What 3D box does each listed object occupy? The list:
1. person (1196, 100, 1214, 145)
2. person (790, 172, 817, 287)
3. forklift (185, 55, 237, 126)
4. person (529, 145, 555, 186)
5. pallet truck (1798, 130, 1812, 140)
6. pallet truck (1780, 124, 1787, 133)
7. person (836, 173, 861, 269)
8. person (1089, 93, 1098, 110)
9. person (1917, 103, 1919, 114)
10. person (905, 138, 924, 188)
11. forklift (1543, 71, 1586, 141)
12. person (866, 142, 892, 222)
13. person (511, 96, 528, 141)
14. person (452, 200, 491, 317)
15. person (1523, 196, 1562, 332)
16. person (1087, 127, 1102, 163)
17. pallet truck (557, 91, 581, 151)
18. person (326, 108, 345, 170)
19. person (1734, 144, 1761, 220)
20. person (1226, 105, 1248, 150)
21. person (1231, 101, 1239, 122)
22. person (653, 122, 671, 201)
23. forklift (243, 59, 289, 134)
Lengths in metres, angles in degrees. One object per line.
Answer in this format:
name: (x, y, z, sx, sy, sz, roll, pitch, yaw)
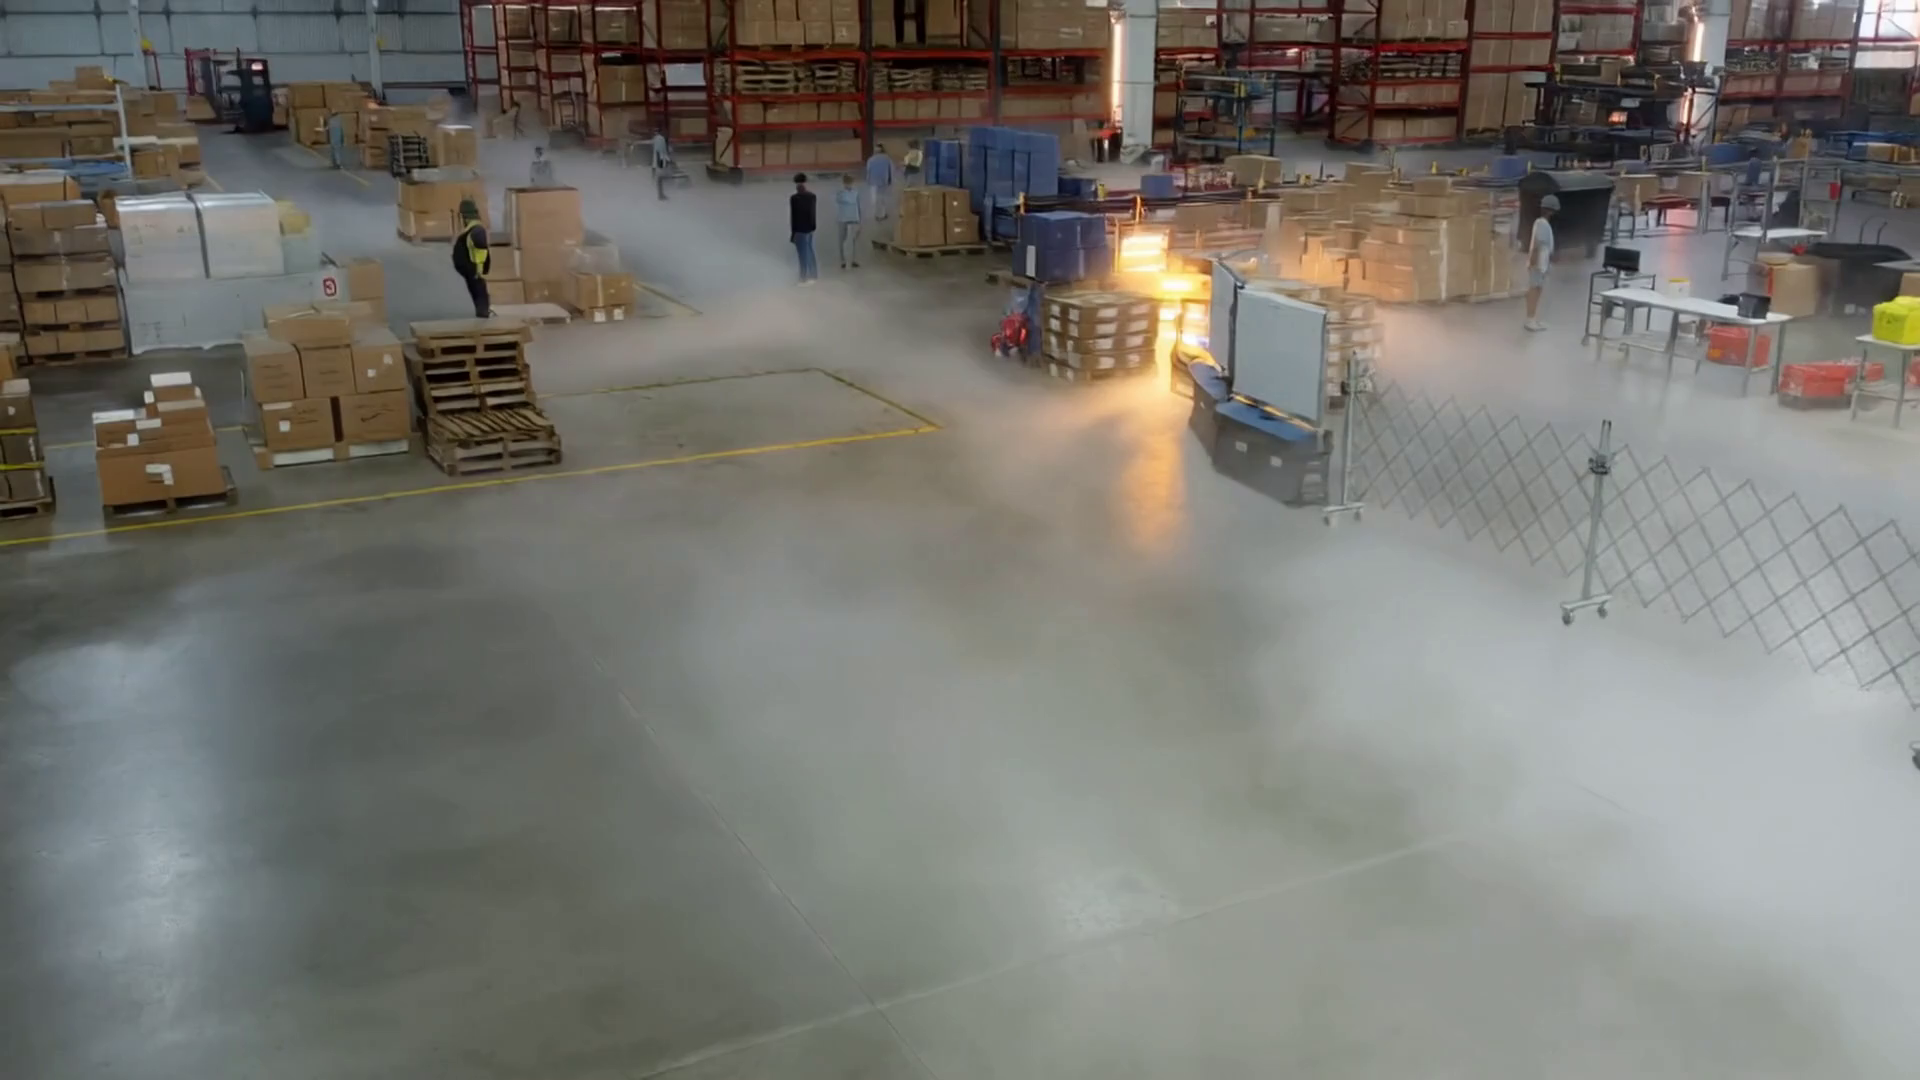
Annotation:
person: (8.126, -13.584, 54.872, 0.746, 1.846, 1.015, -10, 21, -29)
person: (-2.764, -5.454, 29.264, 0.387, 1.996, 0.611, 14, 22, 37)
forklift: (-31.232, -18.690, 69.103, 1.873, 2.768, 1.129, -9, 20, -26)
person: (-9.054, -7.620, 36.161, 0.549, 1.920, 0.720, 2, 18, 6)
pallet truck: (25.526, -11.556, 49.408, 1.630, 1.274, 0.653, -9, 20, -26)
pallet truck: (25.206, -12.542, 52.601, 1.601, 1.201, 0.680, 0, 18, -2)
person: (-2.094, -6.022, 31.407, 0.525, 1.769, 0.314, -12, 21, -33)
person: (5.534, -18.139, 69.297, 0.320, 1.693, 0.531, -16, 23, -40)
person: (37.634, -16.760, 64.680, 0.650, 1.898, 0.996, 13, 22, 34)
person: (-1.127, -9.107, 41.149, 0.563, 1.667, 0.481, 11, 21, 30)
forklift: (18.685, -13.231, 52.085, 1.873, 2.768, 1.129, -9, 20, -26)
person: (-1.866, -8.248, 38.320, 0.613, 1.784, 0.924, 1, 18, 3)
person: (-16.227, -15.441, 61.004, 0.643, 1.616, 0.523, 1, 18, 5)
person: (-7.309, -4.073, 24.885, 0.536, 2.000, 0.688, -8, 20, -24)
person: (8.872, -4.212, 25.326, 0.394, 2.037, 0.605, 4, 18, 11)
person: (3.755, -10.435, 45.355, 0.545, 1.643, 0.887, 12, 21, 33)
pallet truck: (-13.495, -14.412, 57.188, 0.823, 1.965, 1.885, -3, 18, -9)
person: (-18.899, -12.141, 50.361, 0.524, 1.832, 0.930, -4, 18, -11)
person: (18.172, -8.243, 38.368, 0.743, 1.725, 0.562, 4, 18, 12)
person: (9.596, -14.170, 57.088, 0.841, 1.591, 0.503, -9, 20, -26)
person: (11.260, -17.610, 67.453, 0.640, 1.818, 0.595, -7, 19, -22)
person: (-7.604, -9.632, 42.334, 0.374, 1.966, 0.607, 0, 18, 1)
forklift: (-27.235, -17.286, 64.724, 1.129, 2.768, 1.873, 7, 19, 21)
